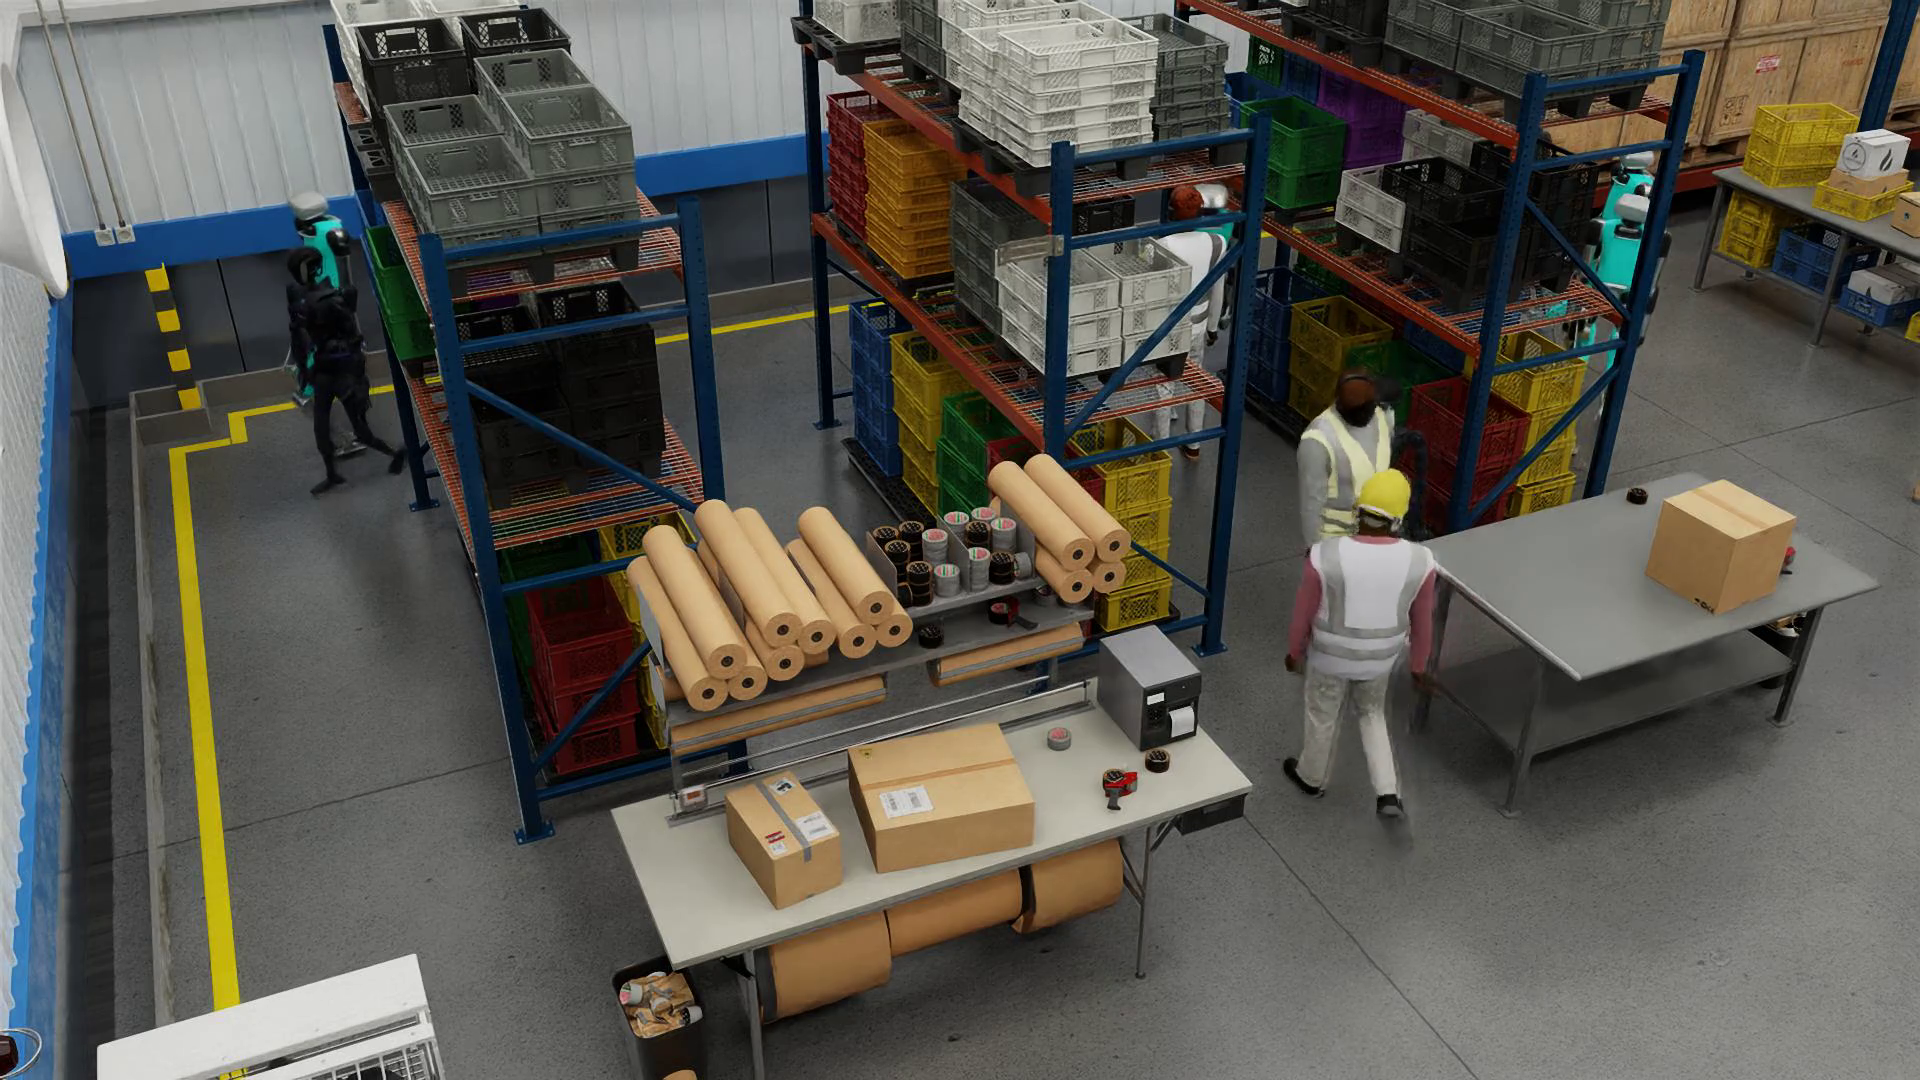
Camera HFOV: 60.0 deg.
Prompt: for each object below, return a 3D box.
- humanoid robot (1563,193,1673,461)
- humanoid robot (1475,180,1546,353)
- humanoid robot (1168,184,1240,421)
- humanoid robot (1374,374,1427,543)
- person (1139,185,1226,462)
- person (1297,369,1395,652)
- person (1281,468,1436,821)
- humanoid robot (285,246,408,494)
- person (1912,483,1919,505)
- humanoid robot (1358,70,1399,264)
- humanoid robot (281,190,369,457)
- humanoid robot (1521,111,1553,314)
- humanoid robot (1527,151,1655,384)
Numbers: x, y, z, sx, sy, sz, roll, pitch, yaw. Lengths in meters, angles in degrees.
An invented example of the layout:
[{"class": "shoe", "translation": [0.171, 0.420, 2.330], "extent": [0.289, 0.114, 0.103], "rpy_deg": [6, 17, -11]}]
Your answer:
[{"class": "humanoid robot", "translation": [4.100, -1.242, 10.646], "extent": [0.542, 1.860, 0.652], "rpy_deg": [14, 34, 21]}, {"class": "humanoid robot", "translation": [3.748, -1.735, 11.435], "extent": [0.599, 1.654, 0.315], "rpy_deg": [-4, 32, -7]}, {"class": "humanoid robot", "translation": [1.564, -1.639, 11.188], "extent": [0.532, 1.723, 0.771], "rpy_deg": [-4, 32, -6]}, {"class": "humanoid robot", "translation": [2.172, -0.144, 8.858], "extent": [0.609, 1.650, 0.418], "rpy_deg": [11, 33, 17]}, {"class": "person", "translation": [1.391, -1.346, 10.616], "extent": [0.583, 1.882, 0.337], "rpy_deg": [-10, 33, -16]}, {"class": "person", "translation": [2.002, -0.107, 8.688], "extent": [0.682, 1.802, 0.434], "rpy_deg": [-23, 38, -32]}, {"class": "person", "translation": [1.834, 0.532, 7.646], "extent": [0.596, 1.808, 0.570], "rpy_deg": [-4, 32, -6]}, {"class": "humanoid robot", "translation": [-3.884, -1.072, 10.411], "extent": [0.612, 1.660, 0.549], "rpy_deg": [16, 35, 24]}, {"class": "person", "translation": [6.284, -1.108, 10.080], "extent": [0.612, 2.041, 0.391], "rpy_deg": [27, 41, 36]}, {"class": "humanoid robot", "translation": [3.333, -2.745, 13.093], "extent": [0.532, 1.812, 0.808], "rpy_deg": [-12, 34, -19]}, {"class": "humanoid robot", "translation": [-4.167, -1.322, 10.659], "extent": [0.549, 1.751, 0.680], "rpy_deg": [27, 41, 36]}, {"class": "humanoid robot", "translation": [4.284, -2.635, 12.947], "extent": [0.585, 1.636, 0.754], "rpy_deg": [-12, 34, -19]}, {"class": "humanoid robot", "translation": [4.307, -1.905, 11.576], "extent": [0.742, 1.693, 0.532], "rpy_deg": [-1, 32, -2]}]
